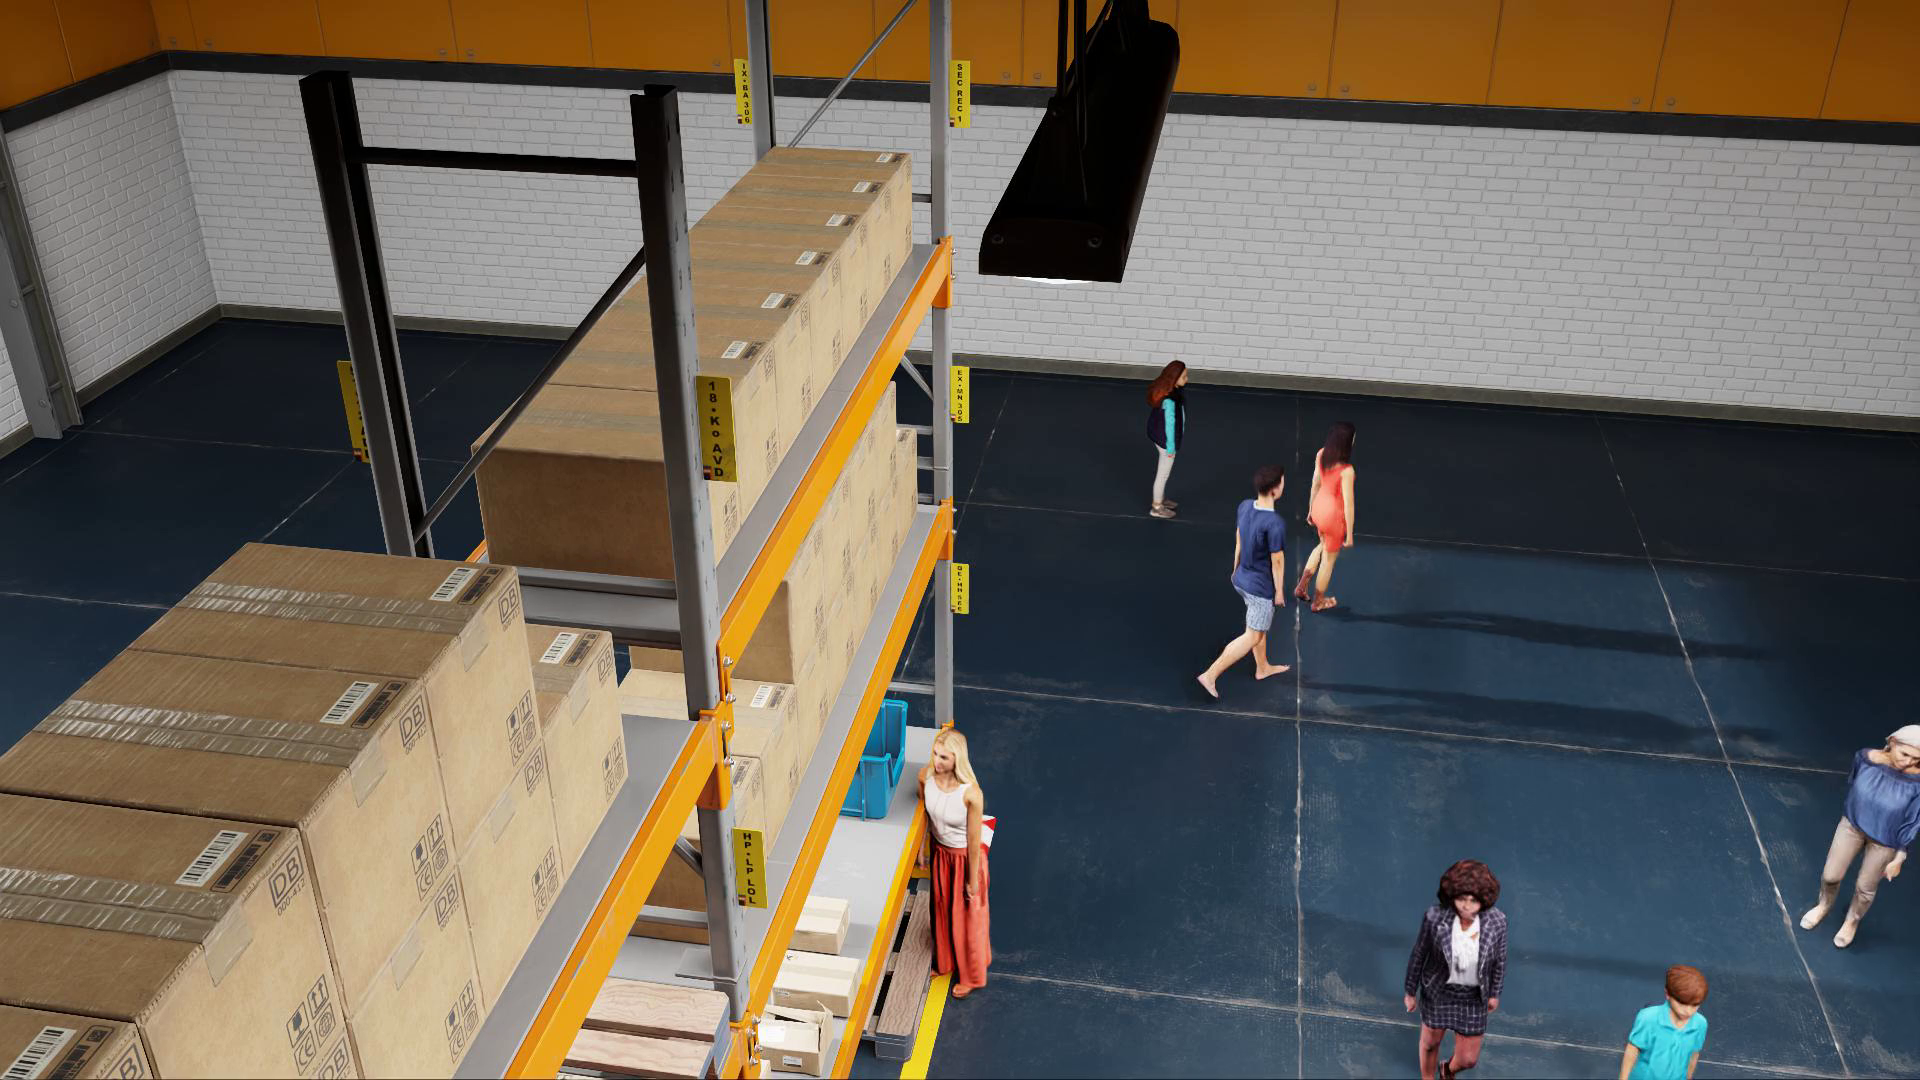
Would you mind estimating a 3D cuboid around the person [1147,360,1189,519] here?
[{"bbox_3d":[1.836,-0.914,14.787,0.622,1.496,0.501,4,29,8],"label":"person"}]

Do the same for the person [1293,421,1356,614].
[{"bbox_3d":[2.862,-0.150,13.165,0.829,1.709,0.761,-14,32,-24],"label":"person"}]

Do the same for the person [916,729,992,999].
[{"bbox_3d":[-0.016,1.818,9.460,0.719,1.800,0.747,21,35,33],"label":"person"}]

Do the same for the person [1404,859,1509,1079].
[{"bbox_3d":[2.569,2.314,8.668,0.646,1.688,0.569,6,29,11],"label":"person"}]

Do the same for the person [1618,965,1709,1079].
[{"bbox_3d":[3.444,2.653,8.307,0.561,1.438,0.807,3,29,5],"label":"person"}]

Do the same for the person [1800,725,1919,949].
[{"bbox_3d":[5.373,1.717,9.789,0.832,1.662,0.778,-14,32,-24],"label":"person"}]

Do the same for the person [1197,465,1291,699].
[{"bbox_3d":[2.102,0.335,12.156,1.095,1.823,1.128,-13,31,-22],"label":"person"}]
